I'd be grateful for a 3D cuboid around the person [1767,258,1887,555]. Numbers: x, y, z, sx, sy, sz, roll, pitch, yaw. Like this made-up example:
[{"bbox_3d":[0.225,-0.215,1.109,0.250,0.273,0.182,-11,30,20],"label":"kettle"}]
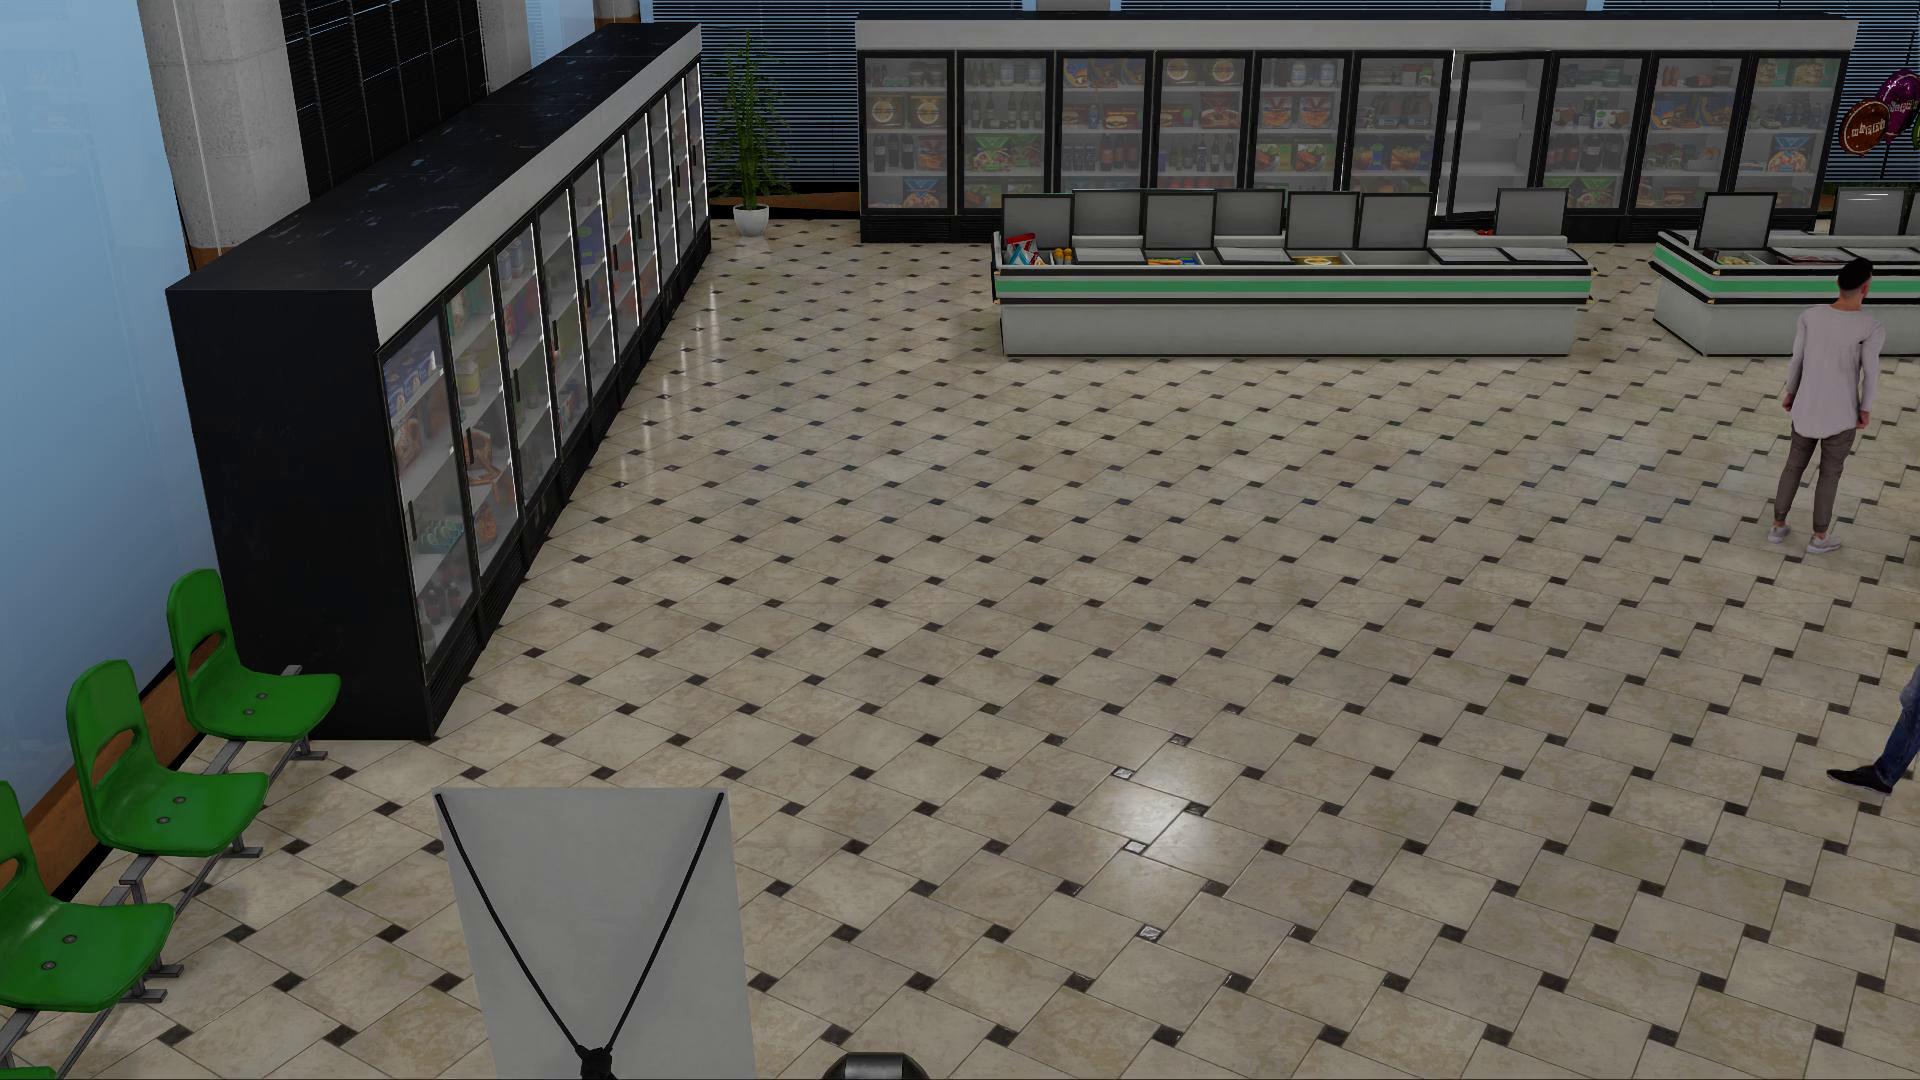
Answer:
[{"bbox_3d":[5.297,-0.827,10.160,0.787,1.840,0.745,-19,30,-37],"label":"person"}]
